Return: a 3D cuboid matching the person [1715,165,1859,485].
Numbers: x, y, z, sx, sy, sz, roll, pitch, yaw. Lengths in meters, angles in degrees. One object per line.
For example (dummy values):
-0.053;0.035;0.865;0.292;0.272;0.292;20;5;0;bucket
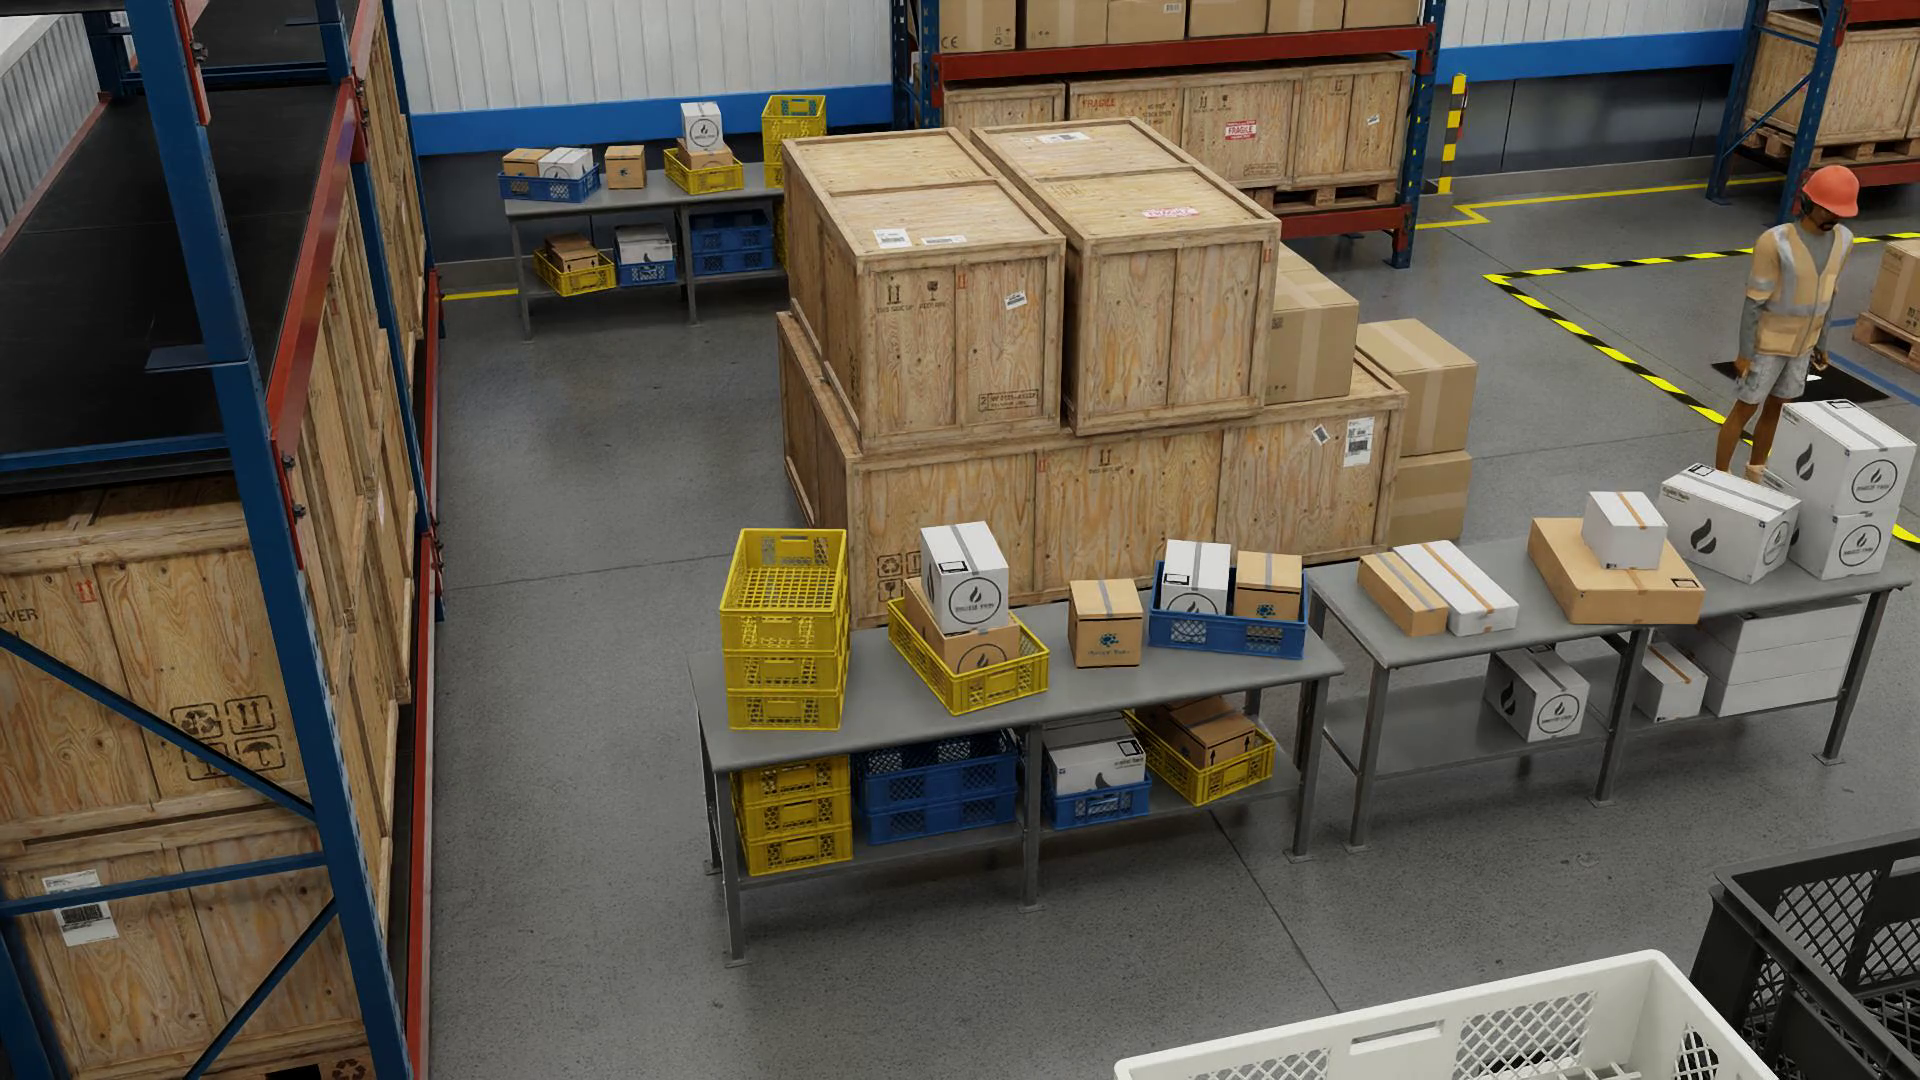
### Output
4.611;-1.094;9.274;0.604;2.035;0.386;-8;30;-15;person
